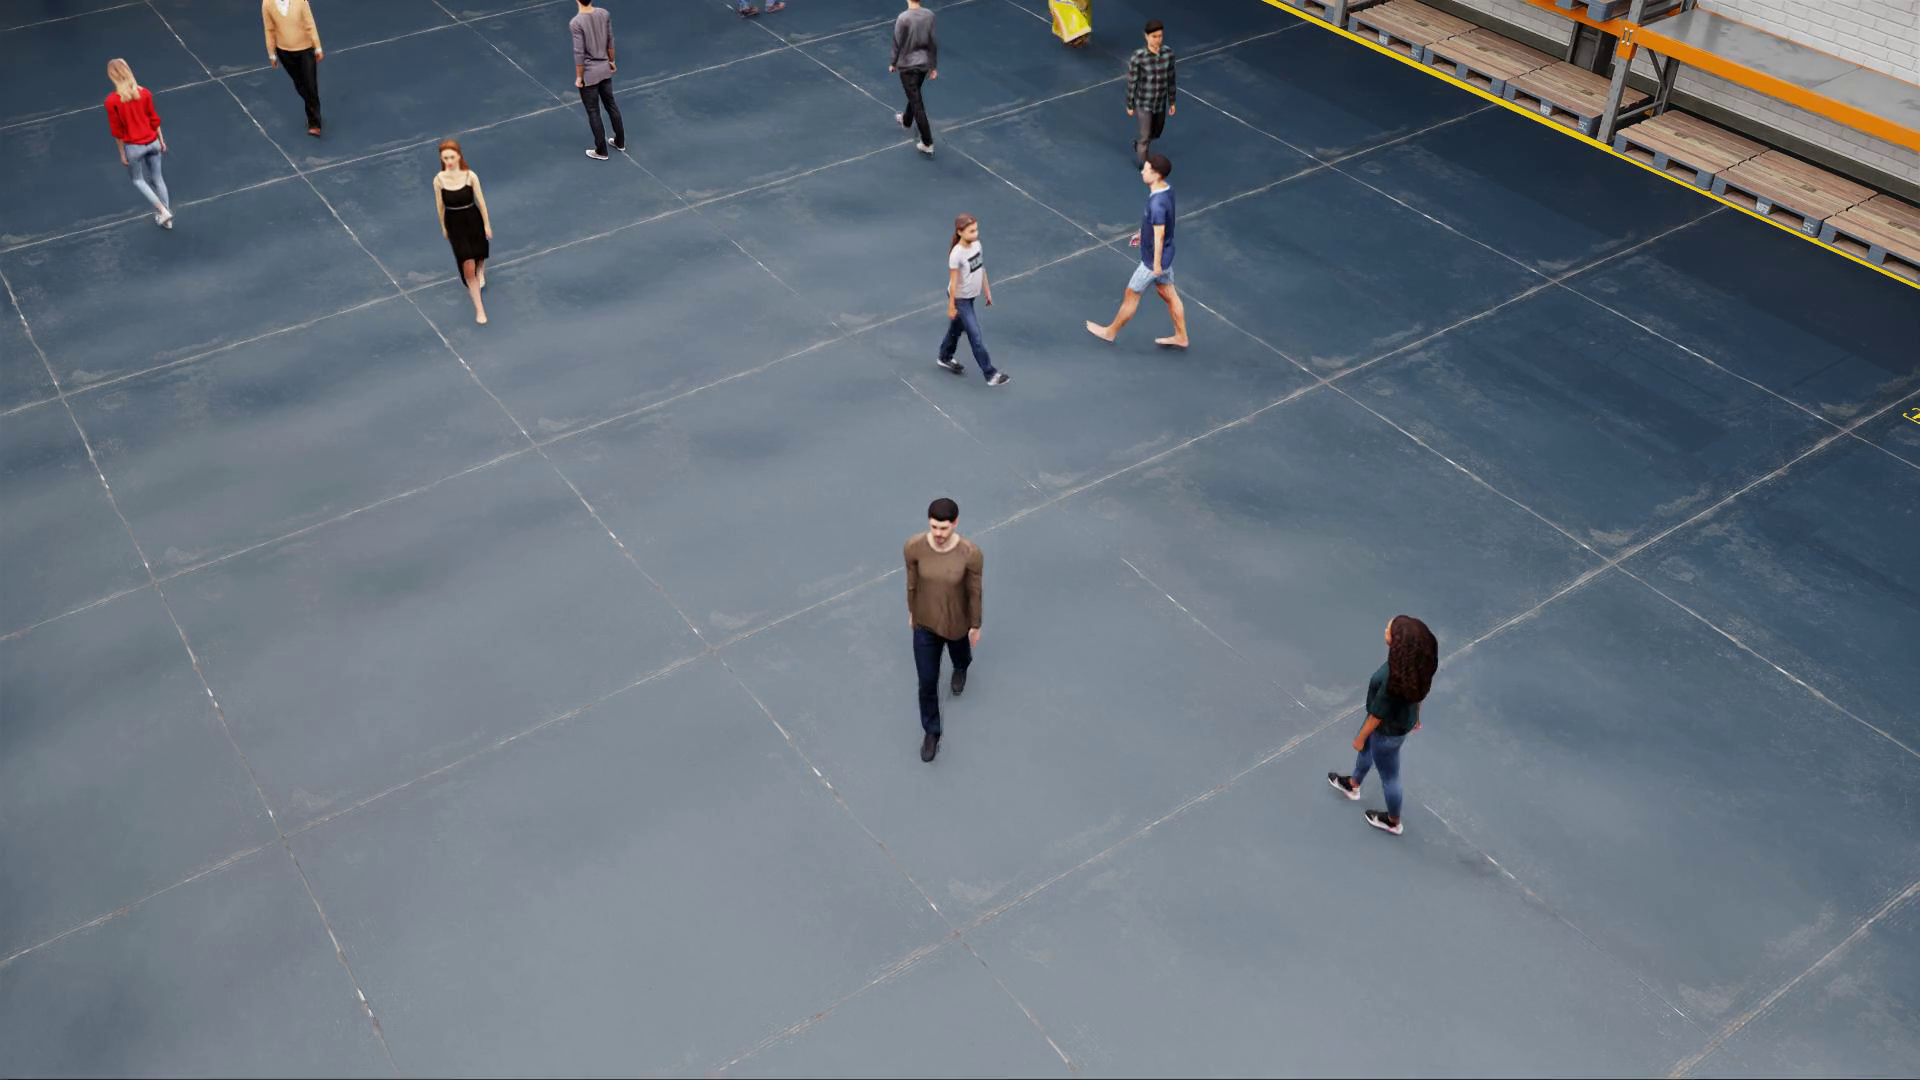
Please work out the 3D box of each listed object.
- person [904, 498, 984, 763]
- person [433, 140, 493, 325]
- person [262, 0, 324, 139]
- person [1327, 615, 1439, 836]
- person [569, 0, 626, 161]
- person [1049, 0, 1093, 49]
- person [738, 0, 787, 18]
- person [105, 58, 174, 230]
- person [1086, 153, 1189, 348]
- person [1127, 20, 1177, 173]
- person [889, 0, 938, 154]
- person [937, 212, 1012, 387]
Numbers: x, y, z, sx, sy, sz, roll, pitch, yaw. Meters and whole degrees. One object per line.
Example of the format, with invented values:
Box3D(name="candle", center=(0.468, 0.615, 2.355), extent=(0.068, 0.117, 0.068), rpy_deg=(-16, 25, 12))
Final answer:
Box3D(name="person", center=(-0.084, 0.454, 10.538), extent=(1.130, 1.859, 1.212), rpy_deg=(5, 39, 6))
Box3D(name="person", center=(-4.406, -2.820, 14.860), extent=(0.806, 1.583, 1.161), rpy_deg=(-11, 40, -14))
Box3D(name="person", center=(-7.069, -5.223, 17.765), extent=(1.050, 1.711, 1.213), rpy_deg=(-2, 39, -3))
Box3D(name="person", center=(2.634, 1.140, 9.890), extent=(0.885, 1.596, 0.731), rpy_deg=(26, 46, 29))
Box3D(name="person", center=(-3.780, -4.867, 17.208), extent=(0.638, 1.851, 0.734), rpy_deg=(26, 45, 29))
Box3D(name="person", center=(1.403, -6.531, 19.456), extent=(0.835, 1.645, 0.920), rpy_deg=(-32, 48, -34))
Box3D(name="person", center=(-2.630, -7.267, 20.228), extent=(0.769, 1.832, 0.772), rpy_deg=(-27, 46, -30))
Box3D(name="person", center=(-7.802, -3.741, 15.924), extent=(0.702, 1.694, 0.704), rpy_deg=(30, 47, 32))
Box3D(name="person", center=(1.761, -2.409, 14.175), extent=(1.207, 1.795, 1.059), rpy_deg=(12, 40, 14))
Box3D(name="person", center=(1.947, -4.560, 17.201), extent=(0.843, 1.689, 1.086), rpy_deg=(-13, 40, -15))
Box3D(name="person", center=(-0.446, -4.882, 17.334), extent=(0.624, 1.716, 1.135), rpy_deg=(-22, 44, -25))
Box3D(name="person", center=(-0.020, -2.049, 13.940), extent=(1.078, 1.527, 0.797), rpy_deg=(22, 44, 25))
